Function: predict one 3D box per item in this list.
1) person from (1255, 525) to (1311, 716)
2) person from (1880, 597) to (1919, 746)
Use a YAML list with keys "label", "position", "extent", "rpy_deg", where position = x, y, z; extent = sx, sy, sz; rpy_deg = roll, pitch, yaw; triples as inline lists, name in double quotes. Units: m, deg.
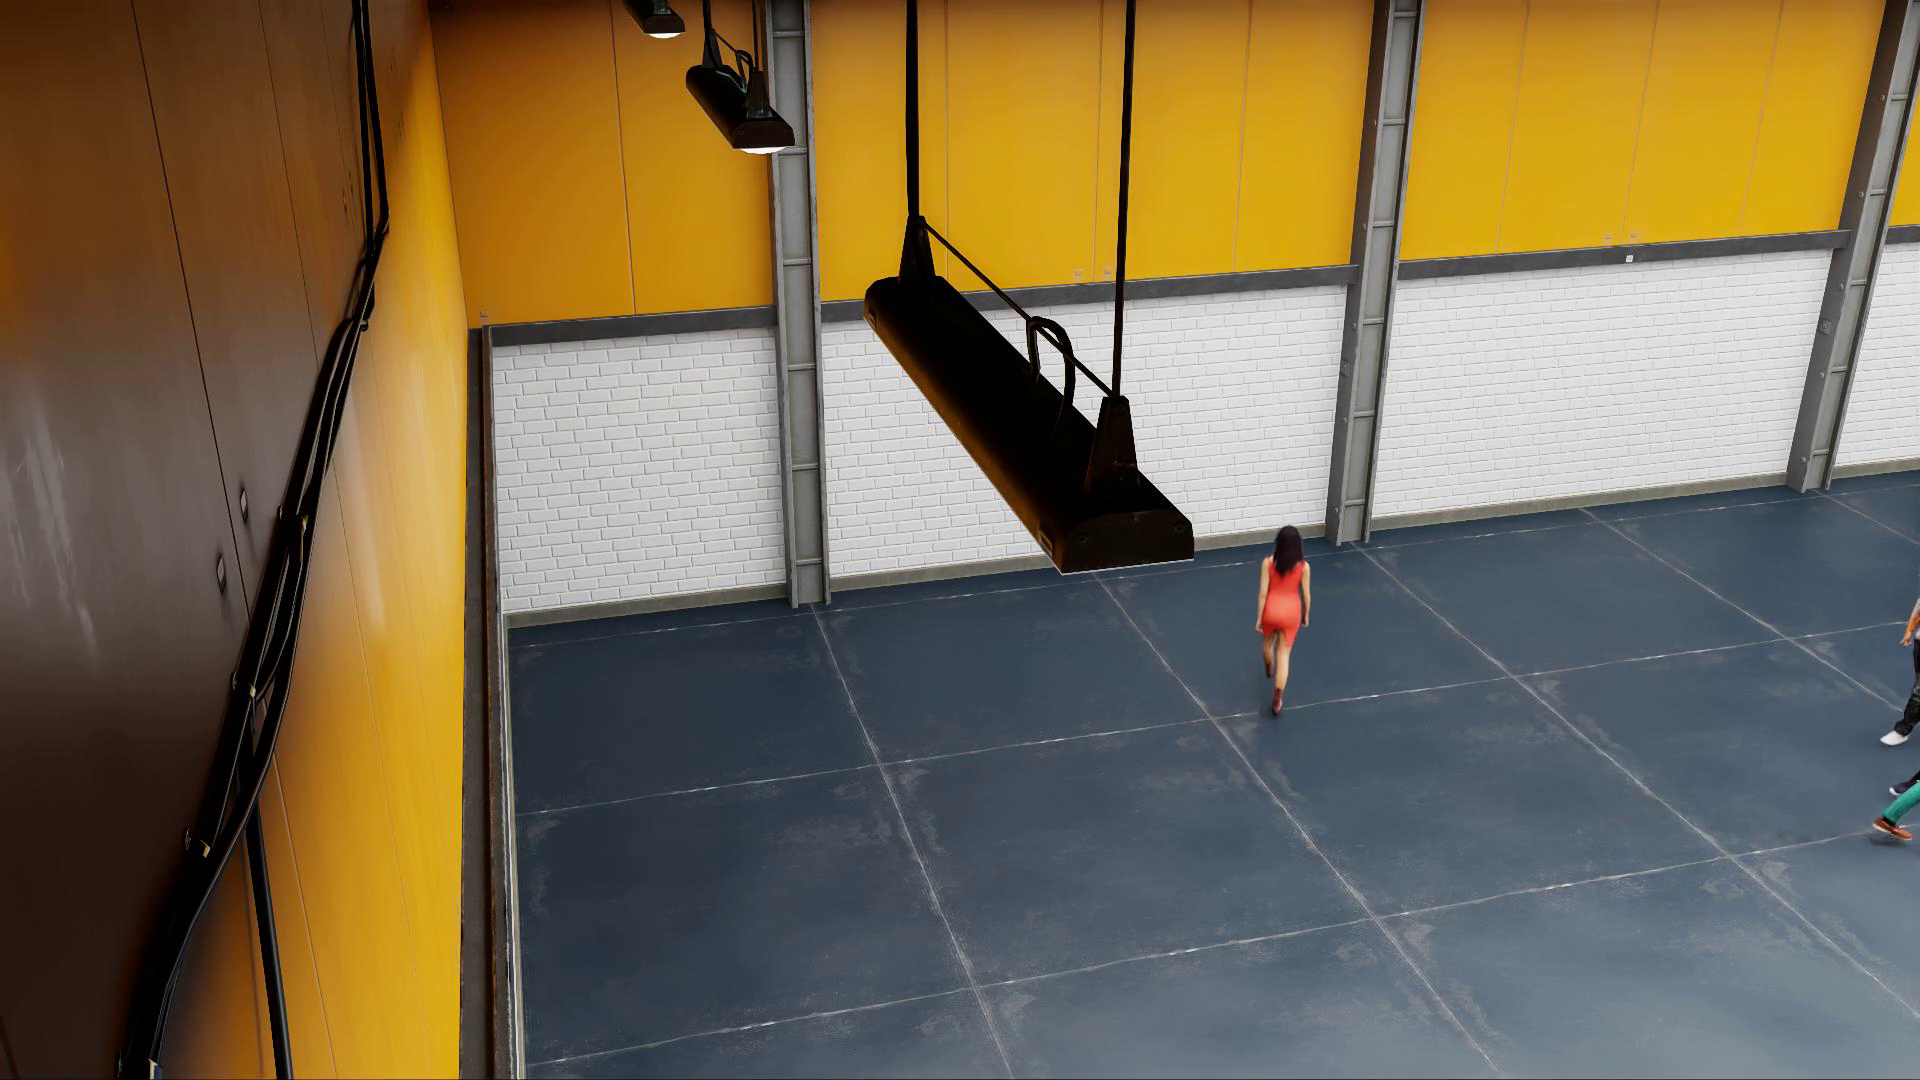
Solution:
- label: "person"
  position: [2.808, 0.731, 14.528]
  extent: [1.133, 1.668, 1.023]
  rpy_deg: [5, 24, 12]
- label: "person"
  position: [8.317, 0.878, 14.052]
  extent: [1.149, 1.779, 0.763]
  rpy_deg: [-9, 25, -20]
